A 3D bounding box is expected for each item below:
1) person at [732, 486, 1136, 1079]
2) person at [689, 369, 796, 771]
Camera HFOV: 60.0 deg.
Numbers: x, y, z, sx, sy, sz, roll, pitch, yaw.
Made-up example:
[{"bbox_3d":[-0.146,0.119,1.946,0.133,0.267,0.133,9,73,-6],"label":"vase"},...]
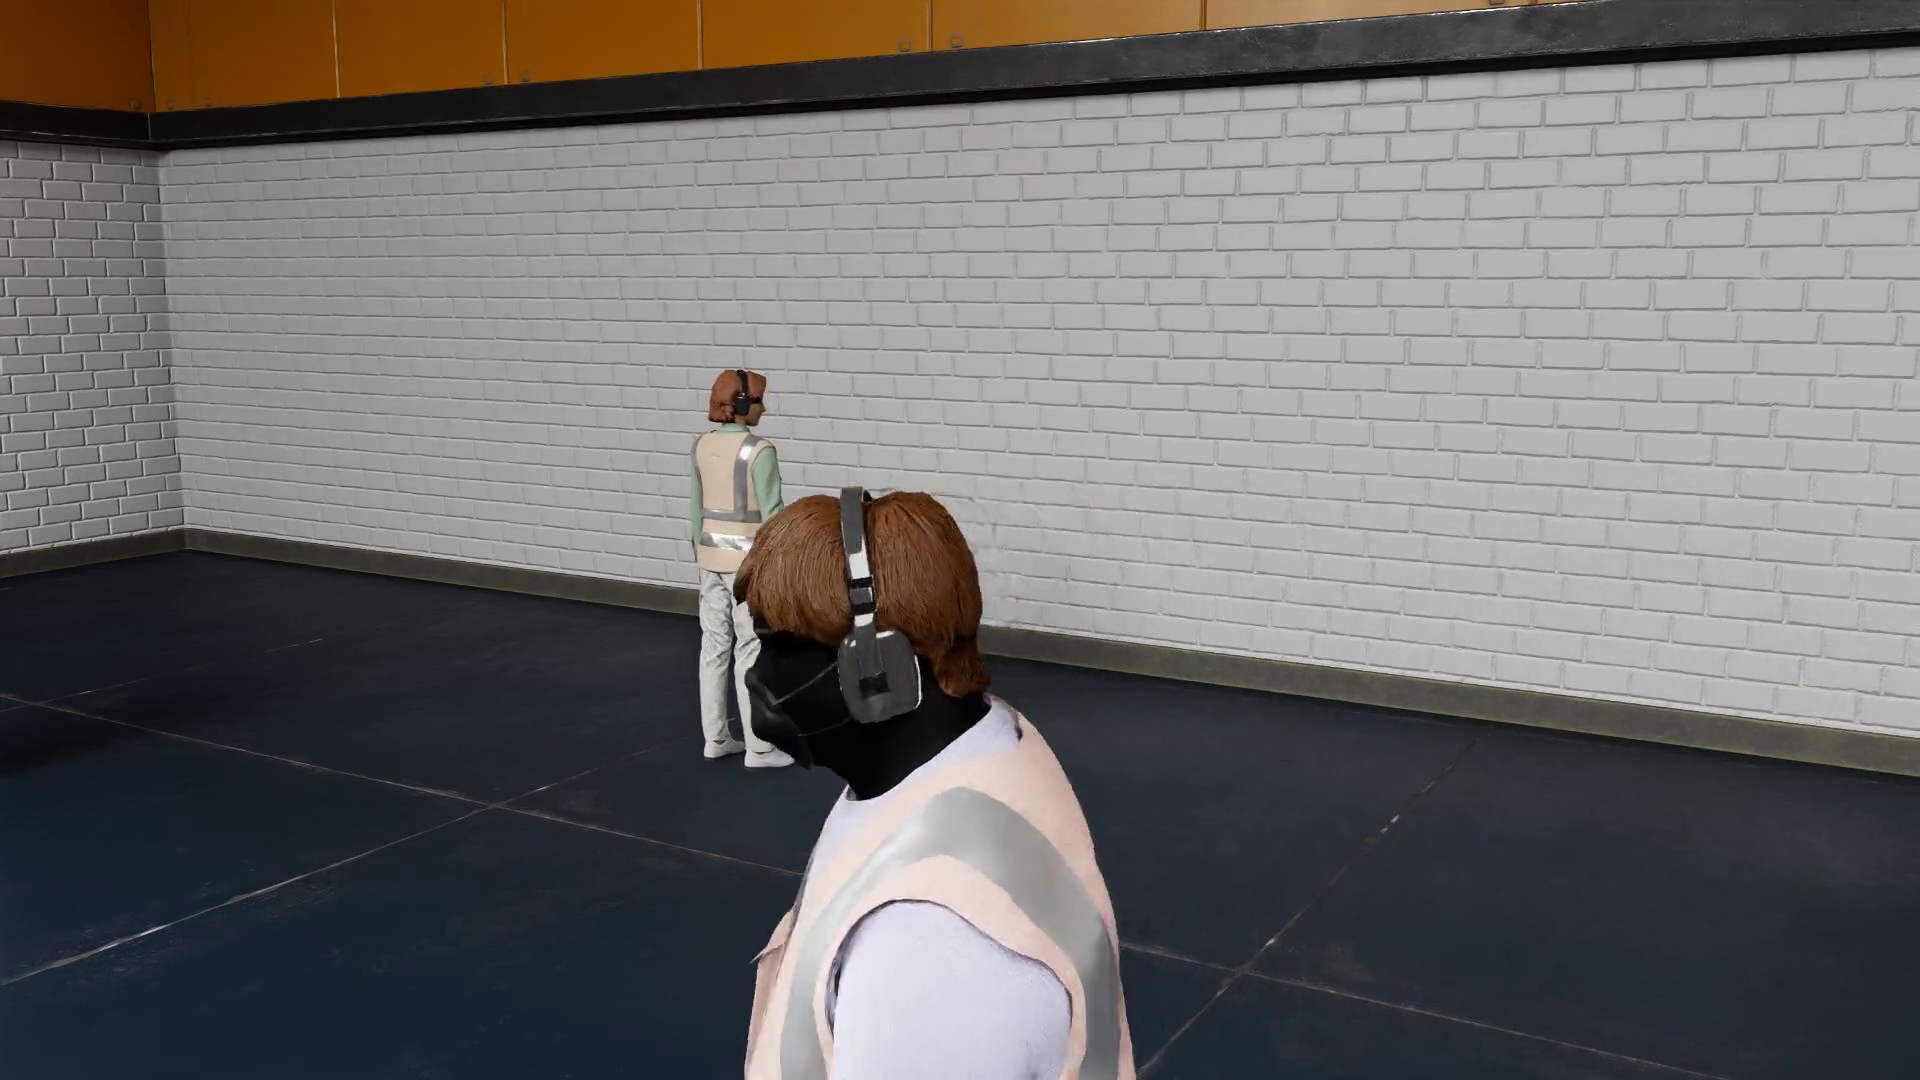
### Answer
[{"bbox_3d":[-0.122,0.850,1.739,0.821,1.805,0.658,0,9,-3],"label":"person"},{"bbox_3d":[-0.906,0.123,6.809,0.513,1.637,0.313,8,12,41],"label":"person"}]
